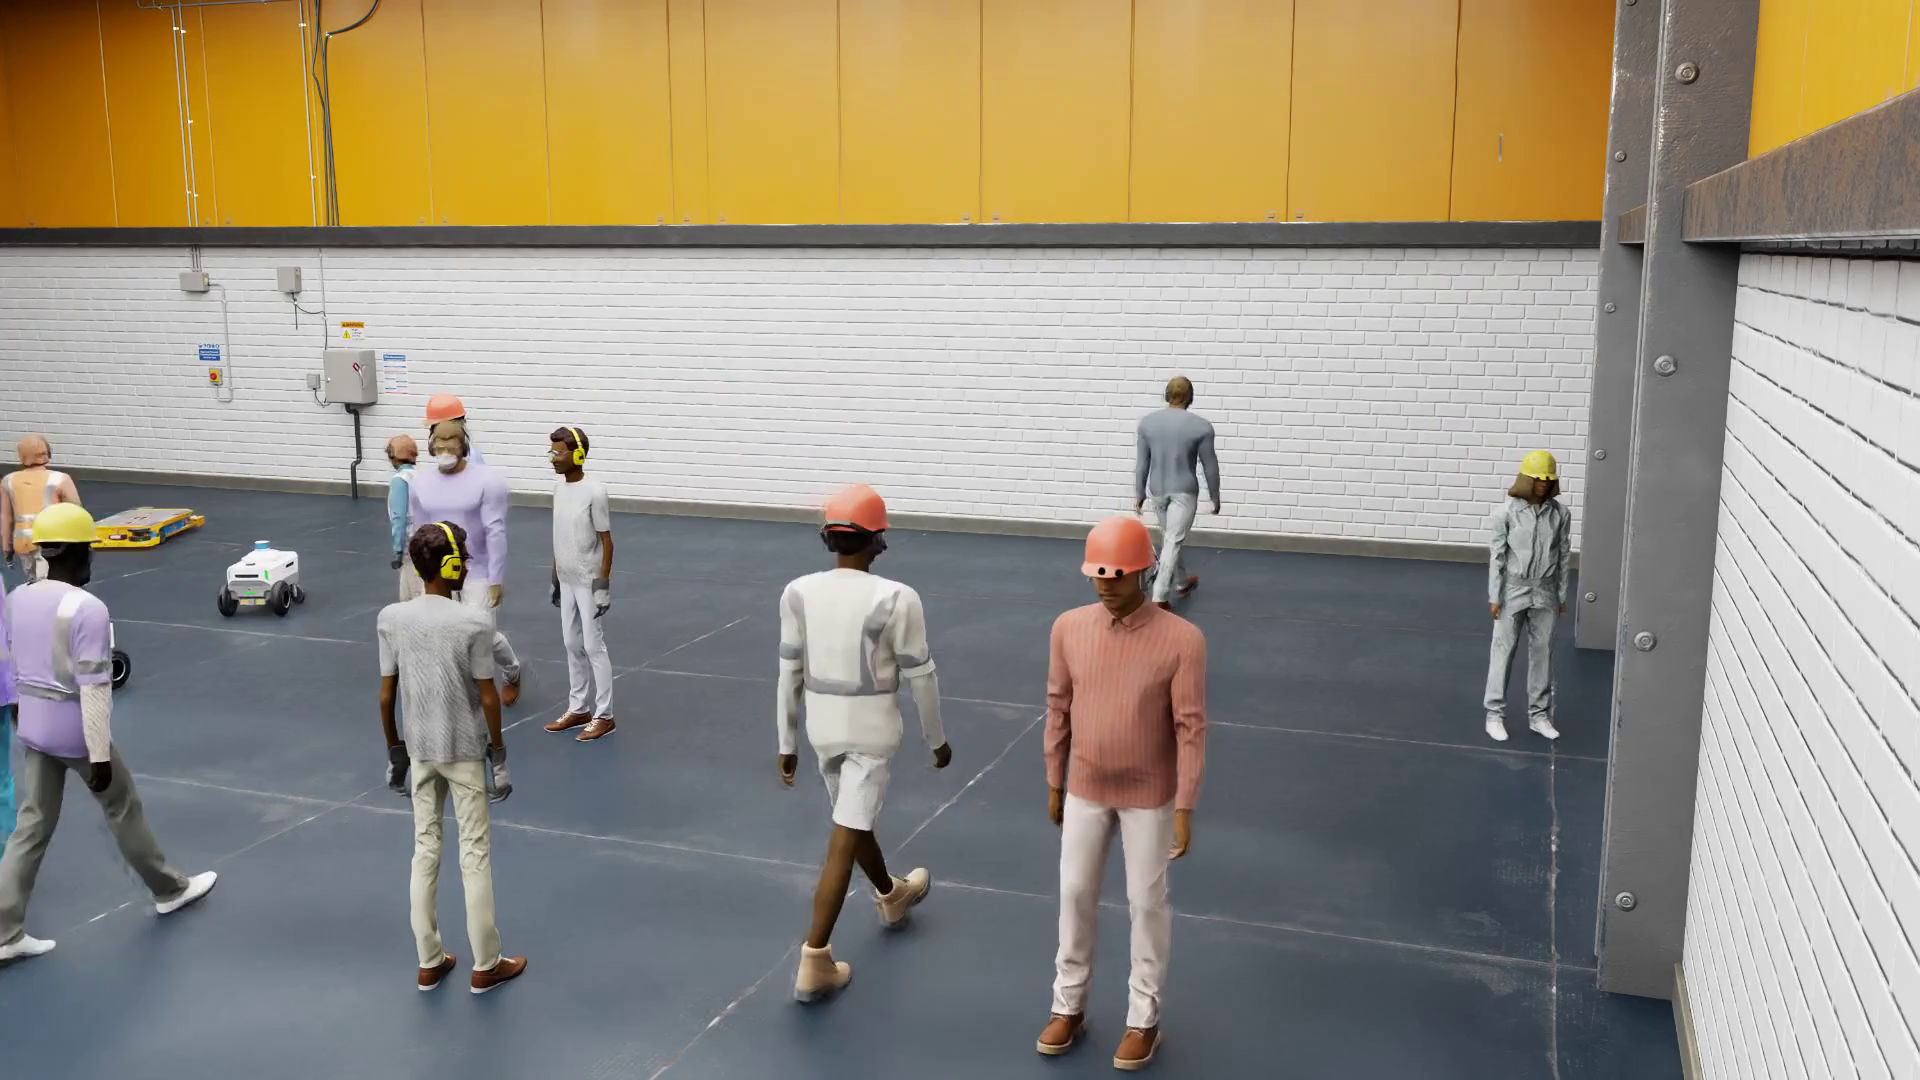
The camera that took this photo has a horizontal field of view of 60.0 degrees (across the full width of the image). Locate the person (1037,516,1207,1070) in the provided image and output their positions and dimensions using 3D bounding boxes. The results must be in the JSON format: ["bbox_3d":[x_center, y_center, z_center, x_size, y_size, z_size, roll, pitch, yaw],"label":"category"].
[{"bbox_3d":[0.570,0.893,5.954,0.640,1.989,0.426,5,11,25],"label":"person"}]

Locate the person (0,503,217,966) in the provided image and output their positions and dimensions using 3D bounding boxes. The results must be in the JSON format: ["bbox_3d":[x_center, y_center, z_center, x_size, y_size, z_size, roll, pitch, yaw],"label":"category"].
[{"bbox_3d":[-3.699,0.776,6.950,0.595,1.865,1.010,5,11,25],"label":"person"}]

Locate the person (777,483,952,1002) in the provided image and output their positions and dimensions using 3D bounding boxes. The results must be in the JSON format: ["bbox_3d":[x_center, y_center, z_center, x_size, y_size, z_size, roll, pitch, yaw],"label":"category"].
[{"bbox_3d":[-0.394,0.764,6.697,0.623,1.980,1.104,6,11,29],"label":"person"}]

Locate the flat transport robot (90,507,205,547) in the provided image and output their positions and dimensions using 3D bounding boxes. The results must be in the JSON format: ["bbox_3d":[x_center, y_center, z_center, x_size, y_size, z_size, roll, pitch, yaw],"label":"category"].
[{"bbox_3d":[-8.142,-0.137,16.574,0.652,0.197,1.431,-1,10,-3],"label":"flat transport robot"}]

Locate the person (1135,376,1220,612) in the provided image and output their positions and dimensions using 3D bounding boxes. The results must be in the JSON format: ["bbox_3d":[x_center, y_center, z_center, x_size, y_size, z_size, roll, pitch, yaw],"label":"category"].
[{"bbox_3d":[1.769,-0.377,13.391,0.656,1.880,1.034,6,12,31],"label":"person"}]

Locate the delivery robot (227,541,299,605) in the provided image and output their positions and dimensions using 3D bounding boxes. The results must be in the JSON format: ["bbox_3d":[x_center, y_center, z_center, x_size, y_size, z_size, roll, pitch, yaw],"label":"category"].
[{"bbox_3d":[-5.585,0.250,13.333,0.477,0.478,0.707,0,10,-2],"label":"delivery robot"}]

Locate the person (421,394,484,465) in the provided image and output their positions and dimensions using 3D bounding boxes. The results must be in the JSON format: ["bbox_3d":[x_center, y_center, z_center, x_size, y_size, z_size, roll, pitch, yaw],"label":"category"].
[{"bbox_3d":[-3.441,-0.038,11.353,0.374,1.928,0.542,-8,13,-38],"label":"person"}]

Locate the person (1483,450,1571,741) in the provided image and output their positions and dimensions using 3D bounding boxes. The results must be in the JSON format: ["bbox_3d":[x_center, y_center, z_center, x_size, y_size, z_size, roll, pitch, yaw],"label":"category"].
[{"bbox_3d":[3.367,0.329,9.828,0.498,1.738,0.310,-1,10,-7],"label":"person"}]

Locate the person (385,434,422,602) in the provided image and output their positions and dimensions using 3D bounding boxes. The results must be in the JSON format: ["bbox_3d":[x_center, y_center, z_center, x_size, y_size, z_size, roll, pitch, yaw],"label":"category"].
[{"bbox_3d":[-3.782,0.077,11.572,0.370,1.615,0.560,-2,10,-11],"label":"person"}]

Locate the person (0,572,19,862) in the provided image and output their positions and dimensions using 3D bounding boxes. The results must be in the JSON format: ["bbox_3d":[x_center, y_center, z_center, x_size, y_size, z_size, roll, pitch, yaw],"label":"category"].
[{"bbox_3d":[-4.290,0.775,7.151,0.385,1.803,0.679,4,11,23],"label":"person"}]

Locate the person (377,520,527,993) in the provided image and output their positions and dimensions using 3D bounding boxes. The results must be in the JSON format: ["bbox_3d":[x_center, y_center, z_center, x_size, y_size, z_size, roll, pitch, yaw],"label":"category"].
[{"bbox_3d":[-2.008,0.853,6.520,0.520,1.864,0.333,2,10,12],"label":"person"}]

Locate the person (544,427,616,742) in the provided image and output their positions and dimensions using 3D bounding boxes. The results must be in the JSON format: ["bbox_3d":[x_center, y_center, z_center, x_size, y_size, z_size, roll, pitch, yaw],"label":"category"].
[{"bbox_3d":[-2.266,0.256,9.864,0.532,1.869,0.311,9,13,41],"label":"person"}]

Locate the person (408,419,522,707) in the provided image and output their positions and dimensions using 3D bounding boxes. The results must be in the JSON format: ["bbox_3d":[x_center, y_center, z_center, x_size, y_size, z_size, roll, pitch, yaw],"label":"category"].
[{"bbox_3d":[-2.994,0.202,10.088,0.637,1.913,0.844,1,10,6],"label":"person"}]

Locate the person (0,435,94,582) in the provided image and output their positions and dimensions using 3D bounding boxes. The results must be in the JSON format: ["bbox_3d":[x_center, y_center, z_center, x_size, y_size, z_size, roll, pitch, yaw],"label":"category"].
[{"bbox_3d":[-6.456,0.058,11.755,0.546,1.590,0.823,0,10,3],"label":"person"}]

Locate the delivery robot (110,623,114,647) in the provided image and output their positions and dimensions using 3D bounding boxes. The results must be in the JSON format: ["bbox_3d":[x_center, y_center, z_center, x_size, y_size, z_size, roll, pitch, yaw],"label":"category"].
[{"bbox_3d":[-5.878,0.700,10.799,0.477,0.478,0.707,4,11,22],"label":"delivery robot"}]
